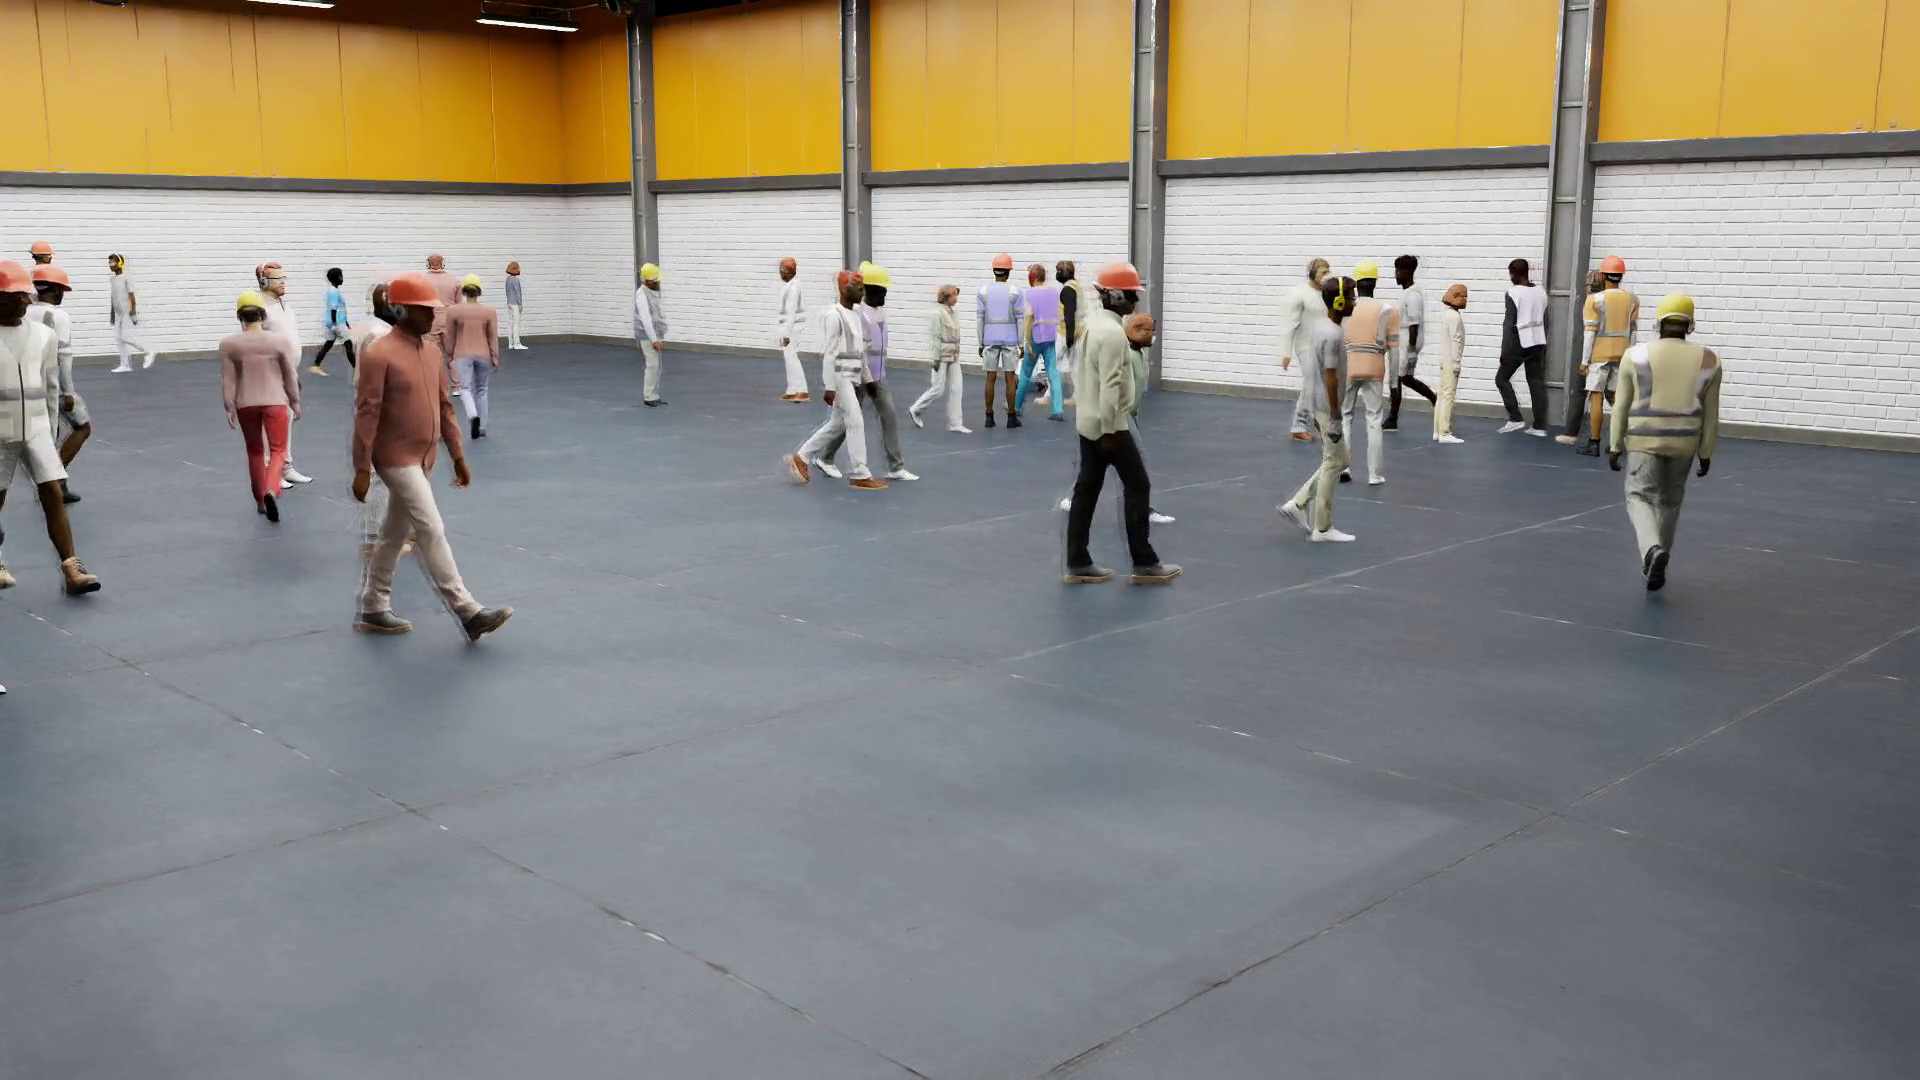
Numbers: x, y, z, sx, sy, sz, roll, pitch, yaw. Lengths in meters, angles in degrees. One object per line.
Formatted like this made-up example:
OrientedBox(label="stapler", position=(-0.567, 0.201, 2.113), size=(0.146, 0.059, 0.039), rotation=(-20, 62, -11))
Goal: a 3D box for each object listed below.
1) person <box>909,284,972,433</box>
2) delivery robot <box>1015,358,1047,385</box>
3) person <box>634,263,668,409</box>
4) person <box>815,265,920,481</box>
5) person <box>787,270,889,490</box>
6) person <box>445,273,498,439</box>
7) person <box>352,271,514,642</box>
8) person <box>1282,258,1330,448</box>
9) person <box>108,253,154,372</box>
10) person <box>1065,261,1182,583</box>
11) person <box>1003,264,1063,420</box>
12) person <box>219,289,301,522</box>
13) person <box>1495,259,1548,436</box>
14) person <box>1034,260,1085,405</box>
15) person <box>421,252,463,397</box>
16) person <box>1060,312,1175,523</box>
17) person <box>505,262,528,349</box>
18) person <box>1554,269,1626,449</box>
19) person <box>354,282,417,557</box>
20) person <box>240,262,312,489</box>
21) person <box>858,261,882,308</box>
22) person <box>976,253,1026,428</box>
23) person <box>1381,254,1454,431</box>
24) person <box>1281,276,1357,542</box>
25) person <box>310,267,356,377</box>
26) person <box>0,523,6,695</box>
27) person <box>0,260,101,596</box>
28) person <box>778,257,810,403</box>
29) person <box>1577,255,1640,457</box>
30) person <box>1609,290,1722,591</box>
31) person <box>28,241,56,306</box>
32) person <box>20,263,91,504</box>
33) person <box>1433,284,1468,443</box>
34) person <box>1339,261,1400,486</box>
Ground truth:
OrientedBox(label="person", position=(-0.216, -1.964, 18.038), size=(0.653, 1.615, 0.523), rotation=(6, 12, 31))
OrientedBox(label="delivery robot", position=(1.007, -2.298, 22.472), size=(0.477, 0.478, 0.707), rotation=(-5, 12, -27))
OrientedBox(label="person", position=(-3.814, -2.515, 20.579), size=(0.406, 1.799, 0.638), rotation=(1, 10, 5))
OrientedBox(label="person", position=(-0.852, -1.456, 14.549), size=(0.961, 1.883, 0.589), rotation=(6, 12, 30))
OrientedBox(label="person", position=(-1.053, -1.350, 14.060), size=(0.870, 1.857, 0.585), rotation=(3, 11, 14))
OrientedBox(label="person", position=(-5.100, -1.922, 17.442), size=(0.529, 1.742, 0.706), rotation=(-5, 12, -26))
OrientedBox(label="person", position=(-2.807, -0.426, 8.745), size=(1.016, 1.932, 0.641), rotation=(2, 11, 13))
OrientedBox(label="person", position=(3.663, -1.892, 16.863), size=(0.655, 1.895, 0.914), rotation=(-7, 12, -33))
OrientedBox(label="person", position=(-13.072, -3.553, 26.057), size=(0.519, 1.846, 0.547), rotation=(7, 12, 32))
OrientedBox(label="person", position=(1.028, -0.703, 10.163), size=(0.837, 1.964, 0.654), rotation=(-2, 11, -9))
OrientedBox(label="person", position=(0.894, -2.299, 19.346), size=(0.568, 1.792, 0.983), rotation=(-7, 13, -34))
OrientedBox(label="person", position=(-5.264, -1.014, 12.500), size=(0.526, 1.737, 0.775), rotation=(-2, 11, -11))
OrientedBox(label="person", position=(6.011, -2.051, 17.768), size=(0.737, 1.875, 0.620), rotation=(-6, 12, -31))
OrientedBox(label="person", position=(1.243, -2.585, 20.849), size=(0.779, 1.811, 0.644), rotation=(2, 11, 12))
OrientedBox(label="person", position=(-6.875, -2.832, 21.958), size=(0.652, 1.904, 0.402), rotation=(-5, 11, -25))
OrientedBox(label="person", position=(1.151, -0.908, 12.368), size=(0.853, 1.576, 0.496), rotation=(2, 11, 12))
OrientedBox(label="person", position=(-8.354, -4.397, 31.234), size=(0.280, 1.633, 0.502), rotation=(-8, 13, -39))
OrientedBox(label="person", position=(6.448, -1.812, 16.706), size=(0.528, 1.800, 0.968), rotation=(-5, 11, -25))
OrientedBox(label="person", position=(-3.703, -0.792, 11.059), size=(0.670, 1.820, 0.658), rotation=(-4, 11, -22))
OrientedBox(label="person", position=(-5.797, -1.400, 14.140), size=(0.406, 1.910, 0.639), rotation=(1, 10, 5))
OrientedBox(label="person", position=(-1.409, -3.322, 25.067), size=(0.487, 1.744, 0.312), rotation=(-6, 12, -28))
OrientedBox(label="person", position=(0.461, -2.208, 18.466), size=(0.551, 1.937, 0.357), rotation=(2, 11, 13))
OrientedBox(label="person", position=(4.920, -2.117, 17.973), size=(0.817, 1.936, 0.637), rotation=(2, 11, 11))
OrientedBox(label="person", position=(2.551, -0.892, 11.508), size=(0.429, 1.856, 0.560), rotation=(1, 10, 5))
OrientedBox(label="person", position=(-9.391, -3.268, 25.008), size=(0.864, 1.655, 0.528), rotation=(-5, 11, -25))
OrientedBox(label="person", position=(-4.657, -0.066, 7.595), size=(0.310, 1.642, 0.514), rotation=(9, 14, 41))
OrientedBox(label="person", position=(-5.592, -0.651, 9.865), size=(1.072, 1.990, 0.613), rotation=(8, 13, 37))
OrientedBox(label="person", position=(-2.138, -2.674, 21.260), size=(0.373, 1.853, 0.683), rotation=(-1, 10, -8))
OrientedBox(label="person", position=(6.252, -1.770, 16.080), size=(0.542, 1.938, 0.358), rotation=(-2, 11, -8))
OrientedBox(label="person", position=(4.218, -0.583, 9.952), size=(0.600, 1.807, 0.728), rotation=(2, 11, 10))
OrientedBox(label="person", position=(-13.231, -3.292, 24.089), size=(0.377, 2.045, 0.605), rotation=(-7, 13, -35))
OrientedBox(label="person", position=(-7.145, -1.218, 13.139), size=(0.562, 1.909, 0.424), rotation=(4, 11, 22))
OrientedBox(label="person", position=(5.082, -1.821, 17.187), size=(0.265, 1.631, 0.507), rotation=(1, 10, 4))
OrientedBox(label="person", position=(3.462, -1.417, 14.260), size=(0.608, 1.903, 0.447), rotation=(3, 11, 16))
